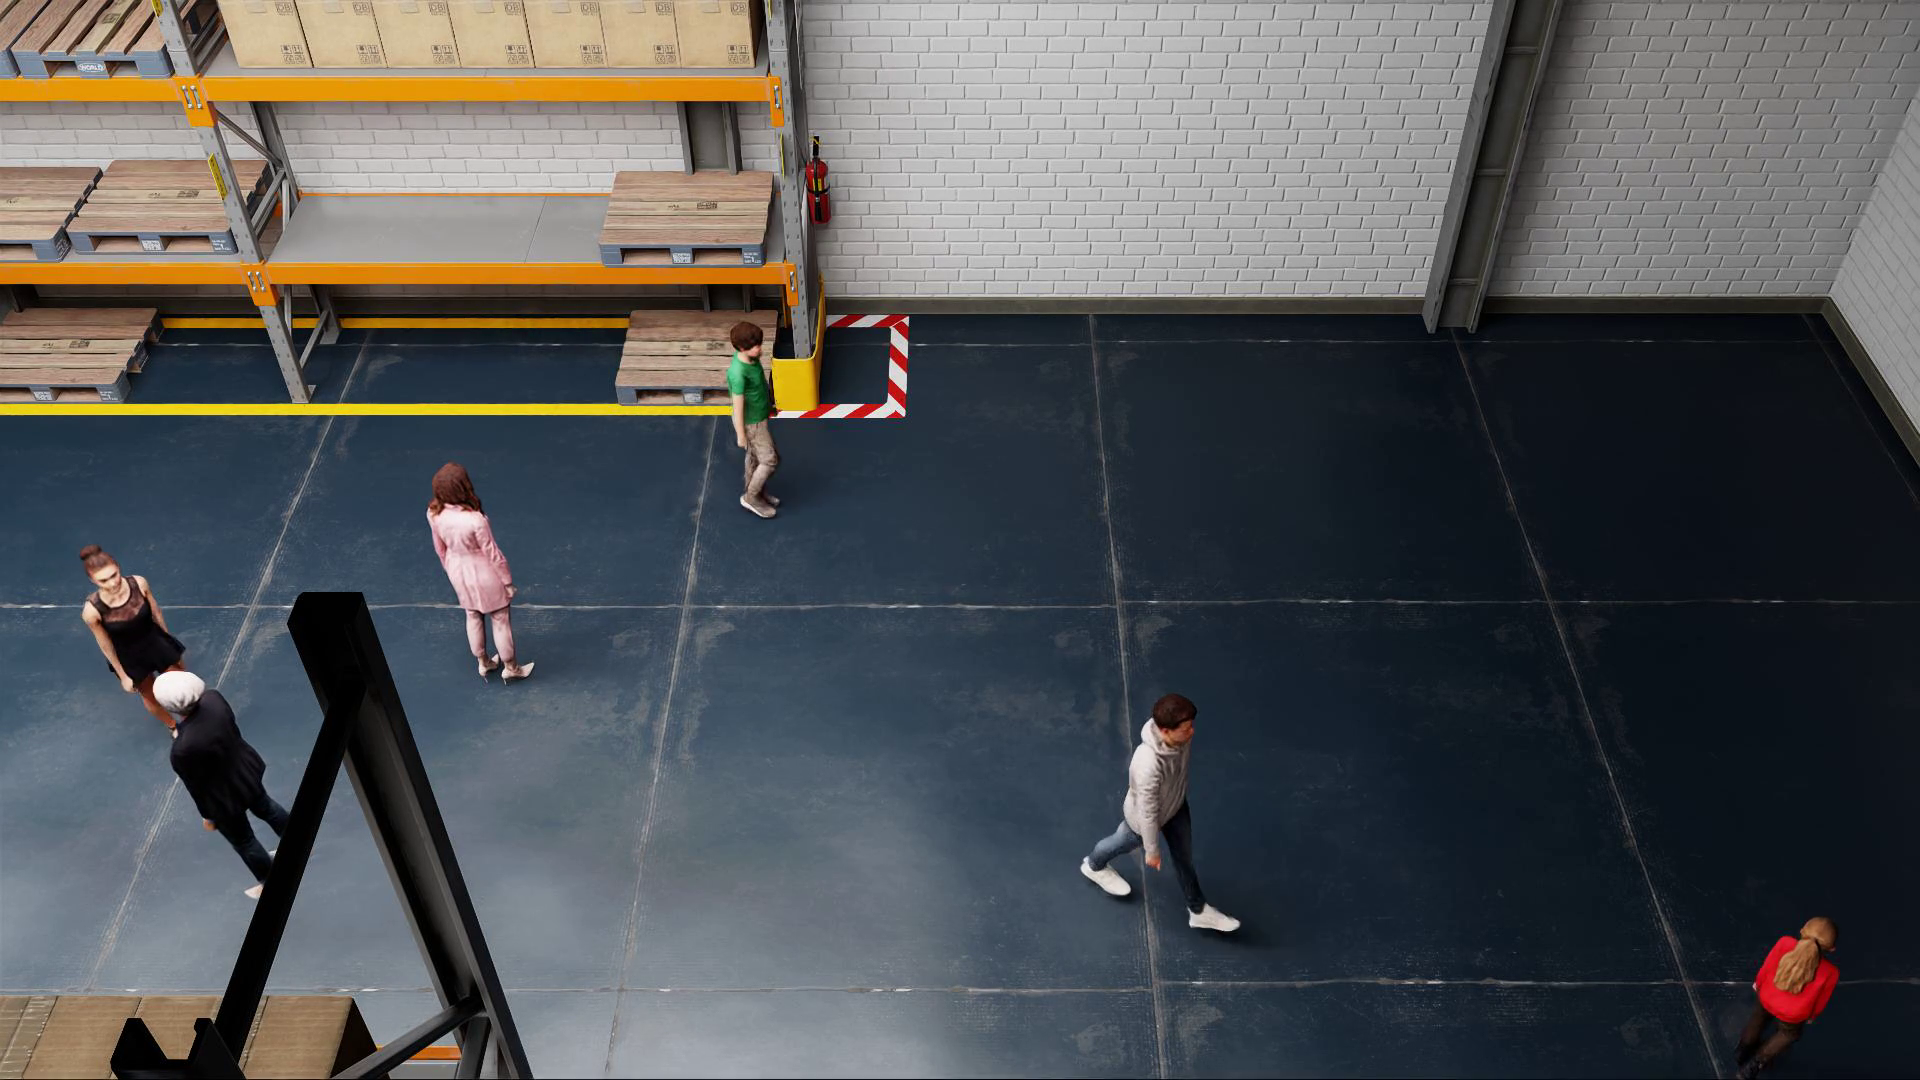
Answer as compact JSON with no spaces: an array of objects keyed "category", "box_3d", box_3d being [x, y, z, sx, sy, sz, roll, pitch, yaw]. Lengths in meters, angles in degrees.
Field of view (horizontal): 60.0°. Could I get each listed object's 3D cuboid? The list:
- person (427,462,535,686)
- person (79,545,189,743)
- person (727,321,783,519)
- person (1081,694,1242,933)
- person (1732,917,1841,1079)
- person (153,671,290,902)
[{"category":"person","box_3d":[-3.036,0.239,10.441,0.567,1.803,0.737,13,45,13]},{"category":"person","box_3d":[-5.020,0.634,10.125,0.731,1.667,0.791,-33,53,-30]},{"category":"person","box_3d":[-1.540,-0.861,11.712,0.603,1.643,0.604,4,44,4]},{"category":"person","box_3d":[0.989,1.455,9.169,1.334,1.796,1.151,25,49,24]},{"category":"person","box_3d":[4.220,2.399,8.558,0.749,1.271,0.678,-30,51,-27]},{"category":"person","box_3d":[-3.792,1.244,8.675,0.617,1.777,0.733,5,44,5]}]
